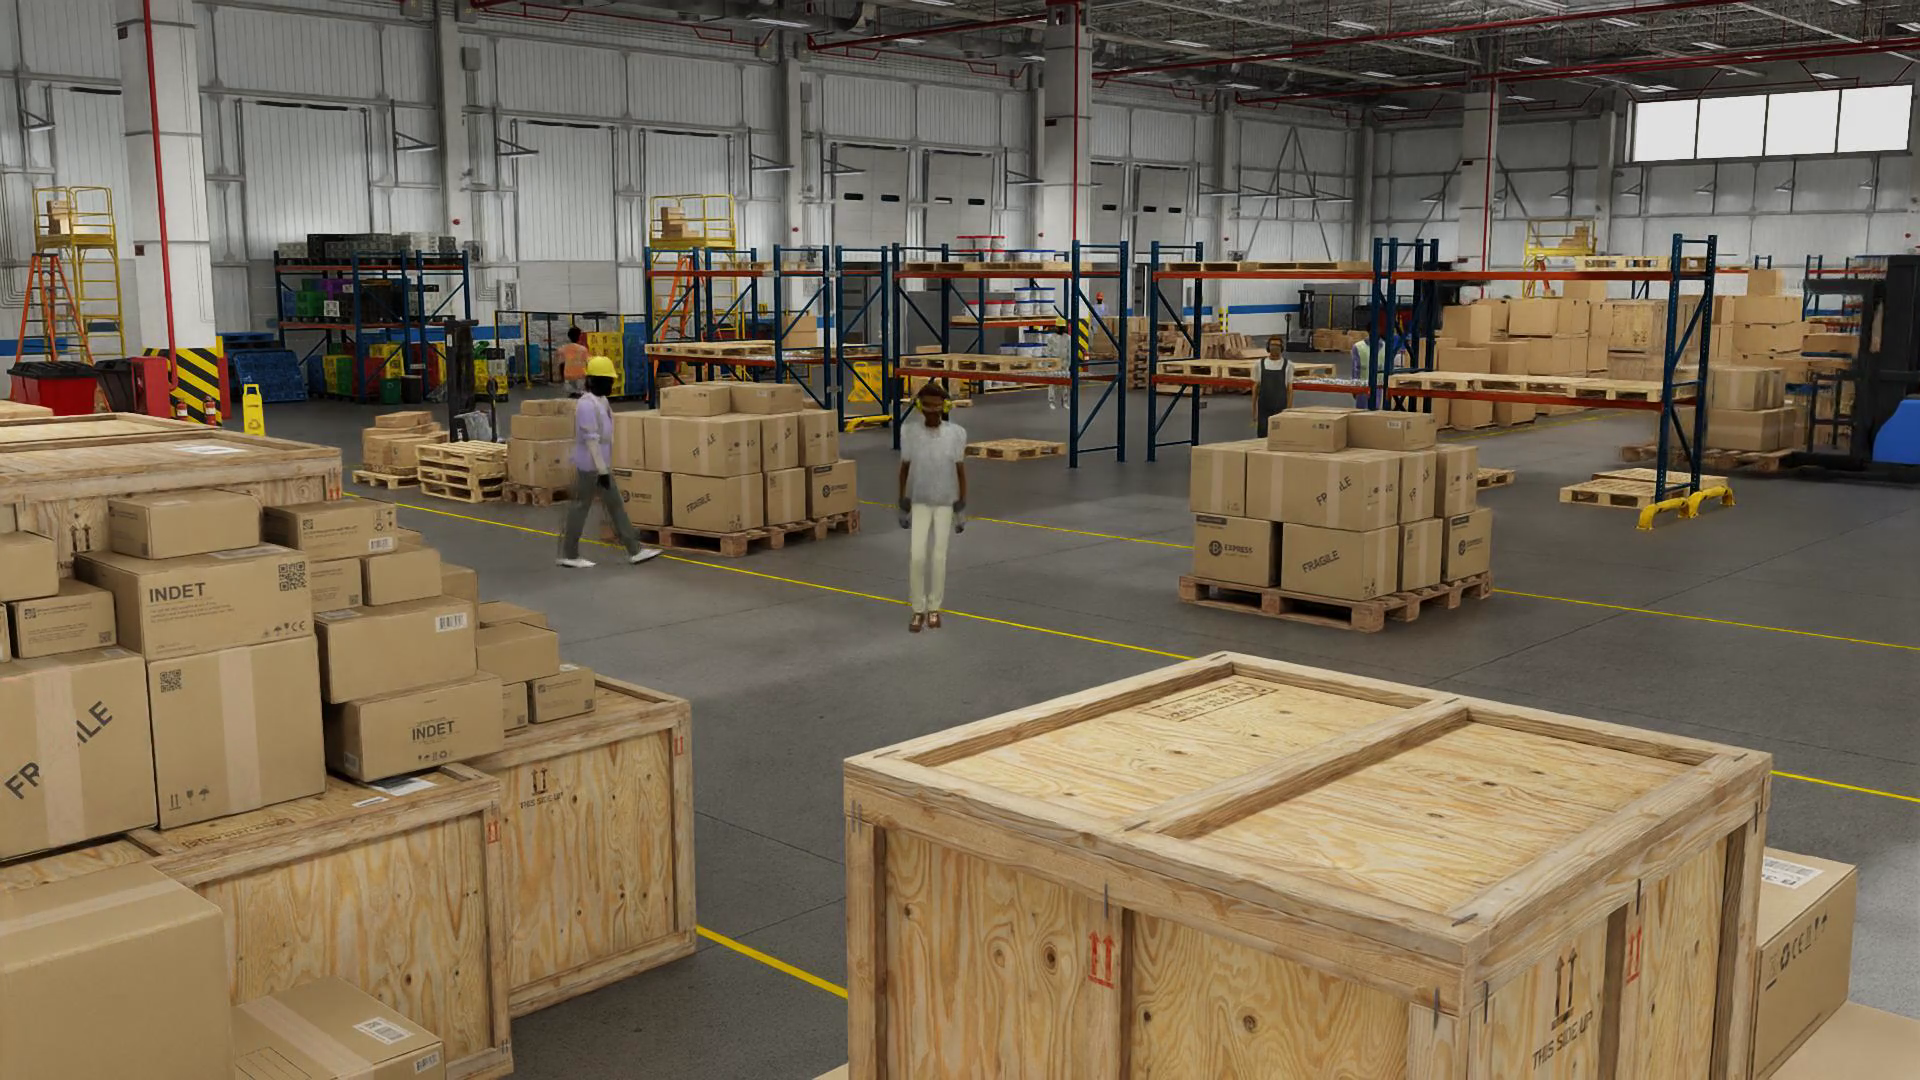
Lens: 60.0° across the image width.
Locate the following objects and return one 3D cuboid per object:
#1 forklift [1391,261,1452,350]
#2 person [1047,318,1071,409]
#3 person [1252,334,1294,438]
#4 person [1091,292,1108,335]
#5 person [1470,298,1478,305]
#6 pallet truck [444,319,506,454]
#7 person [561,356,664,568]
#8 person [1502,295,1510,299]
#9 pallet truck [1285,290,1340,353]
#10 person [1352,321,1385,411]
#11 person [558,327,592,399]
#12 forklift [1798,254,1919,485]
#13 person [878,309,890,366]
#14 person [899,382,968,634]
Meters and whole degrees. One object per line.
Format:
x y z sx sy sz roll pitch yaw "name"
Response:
11.215 -5.199 39.418 1.873 2.768 1.129 9 13 43 "forklift"
1.891 -3.345 31.550 0.485 1.739 0.319 -2 9 -12 "person"
3.886 -1.629 20.699 0.508 1.846 0.342 2 10 14 "person"
4.318 -6.703 51.557 0.544 1.930 0.388 0 9 2 "person"
13.191 -5.210 42.481 0.869 1.903 0.555 -3 10 -20 "person"
-6.981 -1.942 22.150 1.885 1.965 0.823 1 9 9 "pallet truck"
-3.131 -0.671 14.703 0.955 1.878 0.612 1 9 6 "person"
15.716 -6.097 47.861 0.634 1.920 0.796 -6 11 -33 "person"
11.297 -6.951 52.861 1.885 1.965 0.823 -5 11 -29 "pallet truck"
5.983 -2.247 24.264 0.590 1.920 0.399 -2 10 -14 "person"
-6.488 -2.756 28.108 0.539 1.680 0.372 3 10 17 "person"
11.593 -2.102 20.430 1.873 2.768 1.129 9 13 43 "forklift"
-2.015 -5.351 44.177 0.313 1.634 0.517 1 9 5 "person"
-0.191 -0.231 12.168 0.503 1.840 0.654 0 9 -2 "person"
